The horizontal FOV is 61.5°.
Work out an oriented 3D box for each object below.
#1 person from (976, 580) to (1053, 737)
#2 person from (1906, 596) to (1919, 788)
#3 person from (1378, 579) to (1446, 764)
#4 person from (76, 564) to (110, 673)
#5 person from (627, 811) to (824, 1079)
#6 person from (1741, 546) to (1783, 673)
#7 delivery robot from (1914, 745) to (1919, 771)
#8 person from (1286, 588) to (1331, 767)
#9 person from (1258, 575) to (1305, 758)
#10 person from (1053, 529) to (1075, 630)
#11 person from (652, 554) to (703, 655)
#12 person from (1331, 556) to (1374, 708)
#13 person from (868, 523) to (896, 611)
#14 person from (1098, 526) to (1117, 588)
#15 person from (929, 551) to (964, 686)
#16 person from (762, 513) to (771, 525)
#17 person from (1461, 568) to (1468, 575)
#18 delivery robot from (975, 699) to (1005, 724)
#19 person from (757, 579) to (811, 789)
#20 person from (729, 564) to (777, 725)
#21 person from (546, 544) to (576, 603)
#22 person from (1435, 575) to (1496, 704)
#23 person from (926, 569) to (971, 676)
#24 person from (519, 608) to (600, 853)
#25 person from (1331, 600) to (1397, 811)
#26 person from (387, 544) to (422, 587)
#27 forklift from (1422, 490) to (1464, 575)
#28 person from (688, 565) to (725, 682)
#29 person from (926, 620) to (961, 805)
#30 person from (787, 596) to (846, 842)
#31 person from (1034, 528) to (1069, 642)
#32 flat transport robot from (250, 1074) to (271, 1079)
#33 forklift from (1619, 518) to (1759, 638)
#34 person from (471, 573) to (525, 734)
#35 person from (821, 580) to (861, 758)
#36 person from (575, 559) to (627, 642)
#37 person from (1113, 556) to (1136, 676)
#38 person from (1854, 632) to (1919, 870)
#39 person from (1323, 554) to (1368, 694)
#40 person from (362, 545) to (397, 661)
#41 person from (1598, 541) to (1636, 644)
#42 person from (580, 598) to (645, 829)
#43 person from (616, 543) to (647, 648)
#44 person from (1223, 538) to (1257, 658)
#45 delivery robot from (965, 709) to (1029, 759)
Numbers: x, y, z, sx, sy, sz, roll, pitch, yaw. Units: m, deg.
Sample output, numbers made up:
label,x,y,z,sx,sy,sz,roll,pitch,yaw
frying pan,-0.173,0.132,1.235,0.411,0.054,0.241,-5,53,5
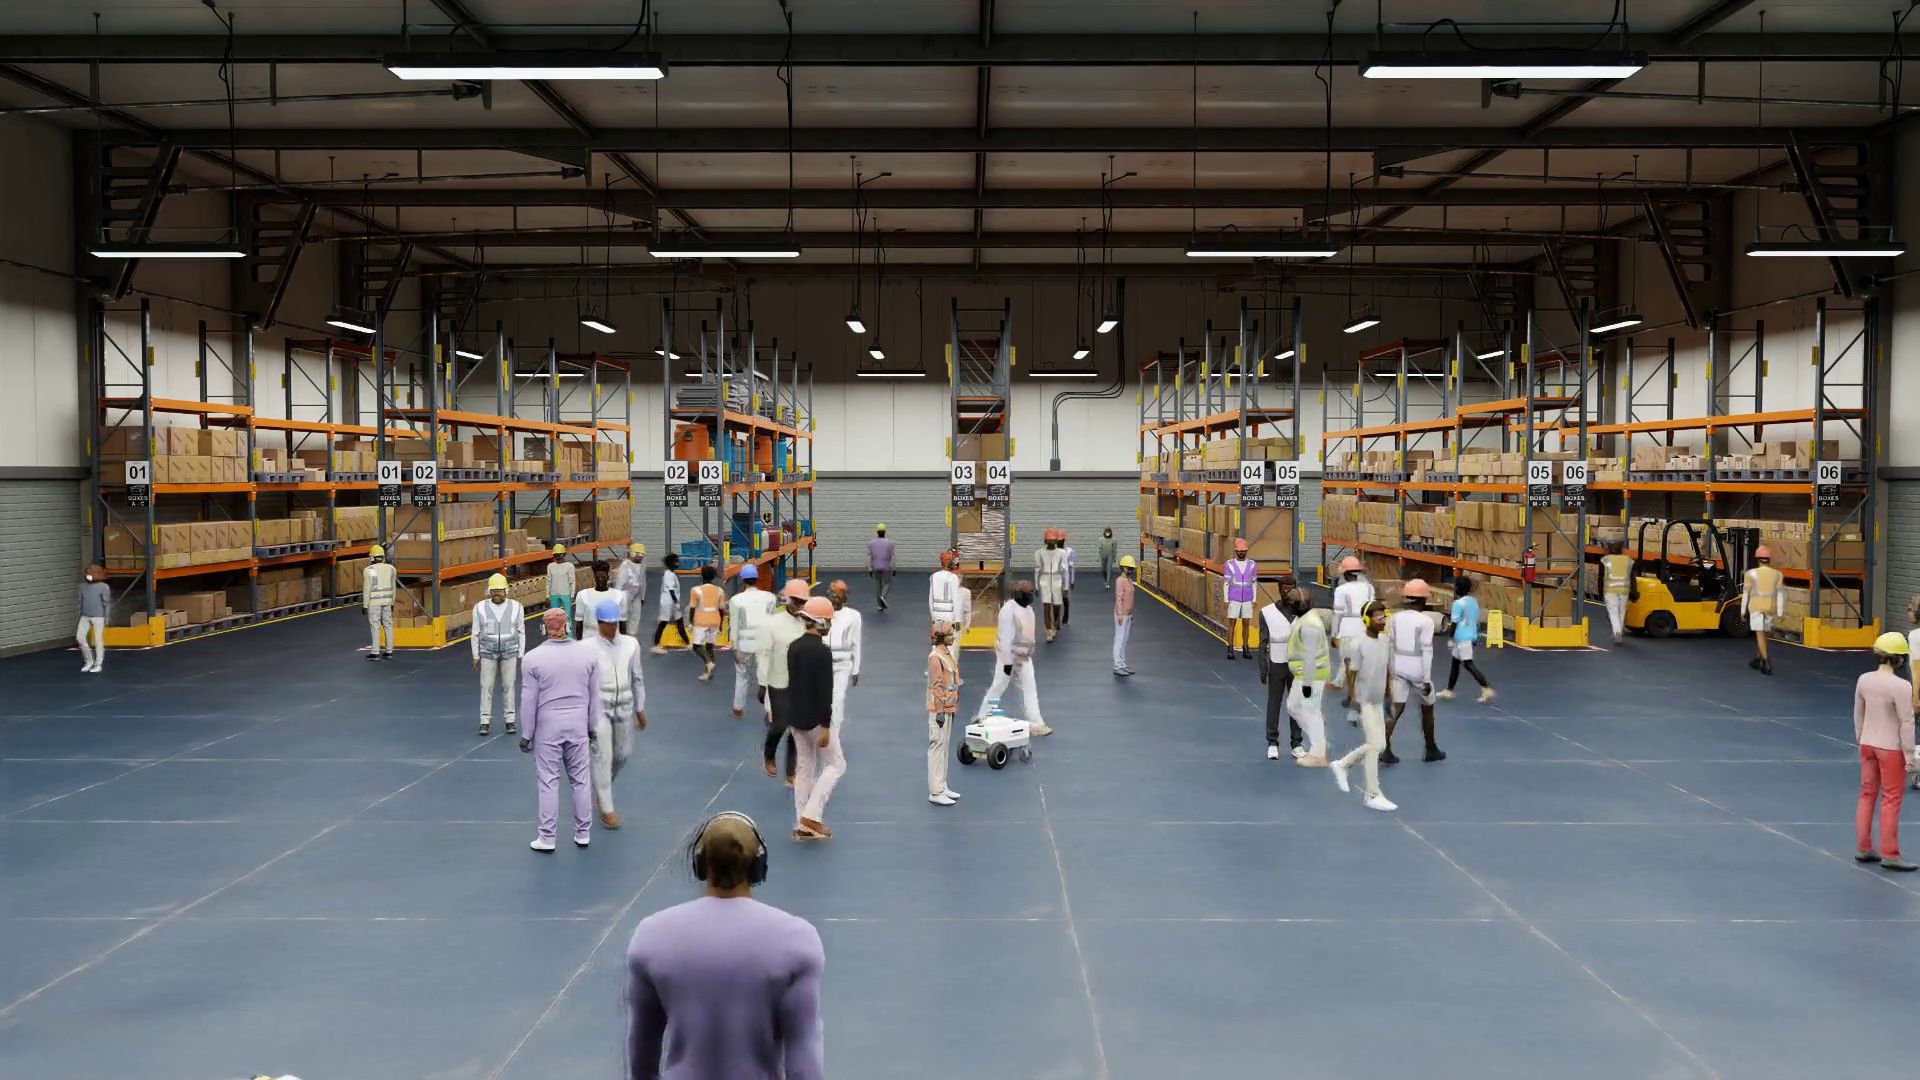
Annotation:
label,x,y,z,sx,sy,sz,roll,pitch,yaw
person,0.598,1.334,18.364,0.993,1.781,0.633,2,3,36
person,8.943,1.429,15.173,0.547,1.814,0.837,-1,3,-26
person,4.609,1.341,16.521,0.970,1.896,0.556,-2,3,-37
person,-12.926,1.170,24.039,0.535,1.616,0.402,0,2,2
person,-0.747,1.801,5.113,0.646,1.883,1.068,0,2,3
person,12.057,1.034,24.259,0.556,1.896,0.970,0,2,7
delivery robot,9.285,2.026,15.183,0.707,0.478,0.477,-1,3,-33
person,3.523,1.384,16.361,0.445,1.813,0.647,0,2,8
person,3.406,1.316,16.892,0.587,1.912,0.376,0,2,-8
person,1.935,0.748,31.103,0.550,1.920,0.671,0,2,10
person,-4.674,1.056,26.525,0.831,1.657,0.544,0,2,0
person,4.979,1.165,20.543,0.565,1.917,0.436,-1,2,-18
person,-1.703,0.586,35.173,0.617,1.913,0.447,0,2,11
person,3.873,0.446,42.323,0.509,1.618,0.571,1,2,17
person,-0.199,1.098,22.717,0.352,1.881,0.576,-2,3,-40
person,-5.655,0.133,47.239,0.328,1.867,0.530,-1,2,-15
person,12.384,0.414,39.223,0.629,1.940,0.379,0,2,-6
delivery robot,0.352,1.815,17.278,0.335,0.223,0.698,0,2,8
person,-1.644,1.346,15.288,0.639,1.979,0.574,-1,3,-32
person,-2.441,1.236,19.194,0.620,1.900,1.013,-1,2,-22
person,-6.903,0.950,27.873,0.531,1.767,0.328,0,2,11
person,6.573,1.279,20.945,0.863,1.660,0.539,2,3,41
person,-0.134,1.208,23.310,0.608,1.601,0.350,0,2,12
person,-3.163,1.486,12.724,0.636,1.902,0.406,-2,3,-34
person,3.608,1.443,14.409,0.540,1.850,0.682,-2,3,-40
person,-10.779,0.697,31.372,0.698,2.000,0.784,0,2,2
forklift,13.926,-0.371,47.846,1.873,2.768,1.129,0,2,0
person,-3.552,1.190,22.837,0.552,1.680,0.554,-2,3,-37
person,-0.159,1.543,14.546,0.307,1.639,0.514,0,2,9
person,-1.172,1.440,13.008,0.425,1.978,0.619,-2,3,-38
person,1.627,0.788,28.796,0.611,2.023,0.753,0,2,1
flat transport robot,-2.894,2.544,6.806,1.431,0.197,0.652,2,3,38
forklift,13.417,0.684,29.791,2.313,2.155,1.214,0,2,0
person,-5.264,1.292,18.429,0.595,1.831,0.403,-1,2,-18
person,-1.299,1.337,17.046,0.578,1.859,0.625,1,2,13
person,-4.204,1.207,18.918,0.602,1.967,0.370,-1,2,-14
person,2.445,1.111,23.873,0.329,1.765,0.526,1,2,24
person,6.996,1.574,12.177,0.326,1.767,0.533,0,2,-12
person,5.393,1.134,21.922,1.052,1.888,0.667,-1,2,-13
person,-9.301,0.998,25.813,0.403,1.835,0.586,2,3,35
person,11.544,0.916,28.317,0.628,1.813,0.857,0,2,4
person,-3.033,1.437,13.757,0.606,1.922,0.781,-2,3,-38
person,-5.735,0.951,27.720,0.738,1.786,0.684,1,3,33
person,4.522,0.941,25.987,0.552,1.935,0.373,0,2,-4
delivery robot,0.384,1.974,16.477,0.477,0.478,0.707,2,3,42
